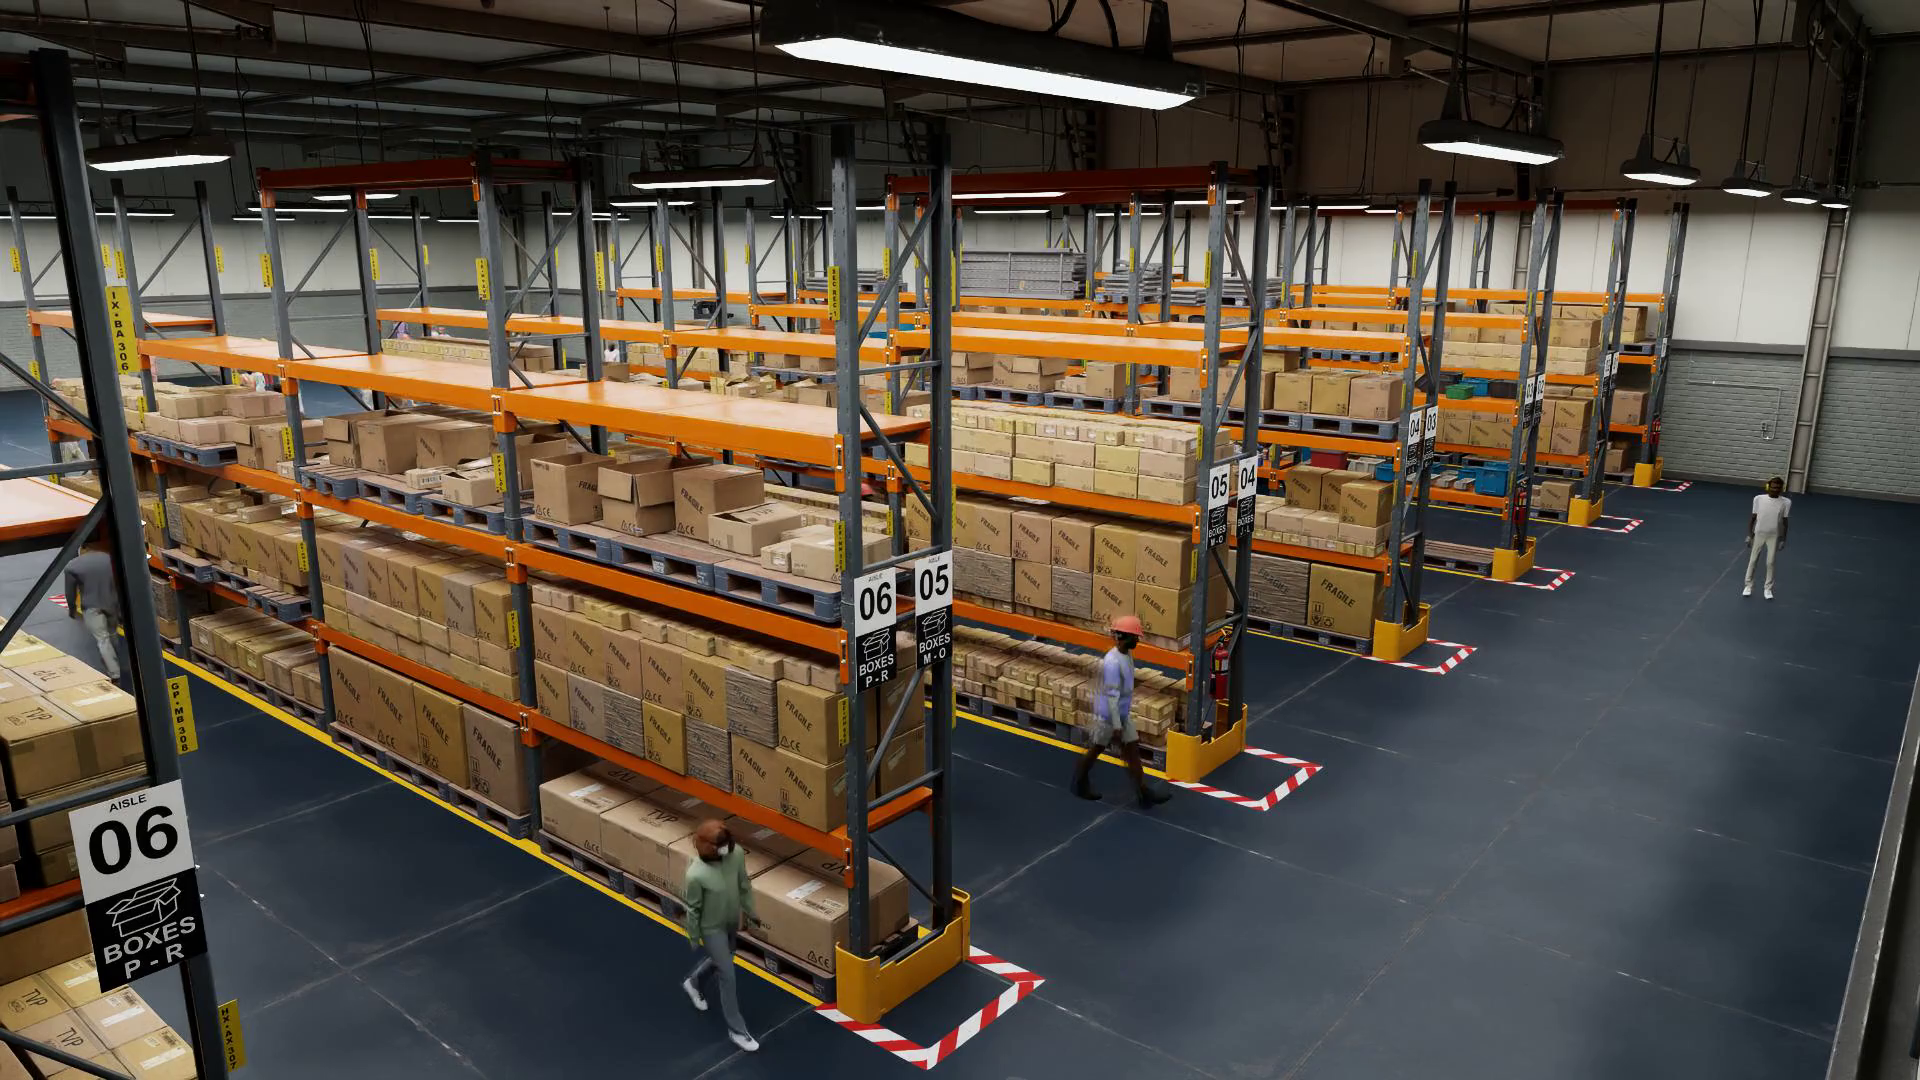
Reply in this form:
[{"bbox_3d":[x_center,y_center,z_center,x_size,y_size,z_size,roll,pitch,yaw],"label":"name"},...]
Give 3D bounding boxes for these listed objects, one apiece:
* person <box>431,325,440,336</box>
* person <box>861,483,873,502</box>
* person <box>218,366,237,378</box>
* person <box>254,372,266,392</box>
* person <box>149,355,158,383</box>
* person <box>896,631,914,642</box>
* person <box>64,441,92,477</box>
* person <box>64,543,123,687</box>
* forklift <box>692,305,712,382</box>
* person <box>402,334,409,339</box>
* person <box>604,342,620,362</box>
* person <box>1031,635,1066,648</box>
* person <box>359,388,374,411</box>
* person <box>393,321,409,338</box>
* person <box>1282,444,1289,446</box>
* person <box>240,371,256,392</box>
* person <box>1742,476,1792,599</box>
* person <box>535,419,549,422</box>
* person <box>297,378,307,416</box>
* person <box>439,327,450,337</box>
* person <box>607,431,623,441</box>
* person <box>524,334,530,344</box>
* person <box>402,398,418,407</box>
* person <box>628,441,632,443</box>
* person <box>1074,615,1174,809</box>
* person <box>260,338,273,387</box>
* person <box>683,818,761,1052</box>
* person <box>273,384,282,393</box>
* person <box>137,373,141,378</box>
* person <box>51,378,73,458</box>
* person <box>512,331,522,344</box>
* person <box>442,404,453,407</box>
[{"bbox_3d":[-20.793,-7.590,49.991,0.663,1.849,1.008,4,14,15],"label":"person"},{"bbox_3d":[-1.268,0.128,18.155,0.664,1.905,0.550,7,15,26],"label":"person"},{"bbox_3d":[-24.462,-5.552,42.116,0.544,1.592,0.835,-13,19,-43],"label":"person"},{"bbox_3d":[-20.536,-4.386,37.037,0.296,1.743,0.492,-11,17,-38],"label":"person"},{"bbox_3d":[-26.438,-5.426,40.994,0.406,1.902,0.639,3,14,14],"label":"person"},{"bbox_3d":[-0.764,1.504,12.527,0.974,1.870,0.609,11,18,39],"label":"person"},{"bbox_3d":[-19.254,-1.976,27.427,0.865,1.584,0.523,-3,14,-11],"label":"person"},{"bbox_3d":[-10.514,0.814,15.401,1.075,1.877,0.631,11,18,39],"label":"person"},{"bbox_3d":[-9.511,-7.392,47.124,1.873,2.768,1.129,11,17,38],"label":"forklift"},{"bbox_3d":[-19.333,-6.240,44.182,0.633,1.972,0.750,-11,18,-39],"label":"person"},{"bbox_3d":[-11.848,-5.840,42.937,0.643,1.795,0.904,3,14,10],"label":"person"},{"bbox_3d":[1.139,0.733,15.665,0.925,1.910,0.639,12,18,41],"label":"person"},{"bbox_3d":[-17.435,-4.316,36.996,0.366,1.629,0.521,4,14,15],"label":"person"},{"bbox_3d":[-24.042,-8.714,54.208,0.608,2.048,0.369,-10,17,-35],"label":"person"},{"bbox_3d":[7.748,-2.650,30.011,0.593,1.674,0.557,10,17,35],"label":"person"},{"bbox_3d":[-21.119,-4.435,37.417,0.713,1.659,0.544,11,18,38],"label":"person"},{"bbox_3d":[12.137,-0.049,18.958,0.511,1.859,0.313,9,16,32],"label":"person"},{"bbox_3d":[-10.352,-2.960,31.092,0.927,1.799,0.594,-7,15,-28],"label":"person"},{"bbox_3d":[-20.221,-4.695,37.976,0.911,1.910,0.595,9,16,33],"label":"person"},{"bbox_3d":[-19.758,-7.185,48.213,0.411,1.908,0.643,6,15,24],"label":"person"},{"bbox_3d":[-8.598,-3.055,31.442,0.845,1.793,0.625,-2,14,-8],"label":"person"},{"bbox_3d":[-15.694,-6.586,45.928,0.982,1.814,0.559,2,14,10],"label":"person"},{"bbox_3d":[-17.152,-5.022,39.193,0.791,1.969,0.623,5,15,20],"label":"person"},{"bbox_3d":[-5.701,-0.779,21.910,0.355,1.883,0.574,10,17,36],"label":"person"},{"bbox_3d":[1.537,1.645,11.980,1.031,1.857,0.615,7,15,28],"label":"person"},{"bbox_3d":[-24.827,-6.318,44.976,0.544,1.740,0.711,-5,15,-21],"label":"person"},{"bbox_3d":[-1.665,2.604,8.579,0.779,1.602,0.513,9,16,33],"label":"person"},{"bbox_3d":[-16.322,-2.795,30.190,0.732,1.895,0.594,7,15,27],"label":"person"},{"bbox_3d":[-21.432,-3.492,33.195,0.634,1.829,0.484,-6,15,-25],"label":"person"},{"bbox_3d":[-21.998,-2.999,30.928,0.356,1.938,0.545,-2,14,-9],"label":"person"},{"bbox_3d":[-16.712,-7.044,47.670,0.716,1.903,0.651,-7,15,-25],"label":"person"},{"bbox_3d":[-15.732,-4.669,38.424,0.522,1.636,0.309,2,14,10],"label":"person"}]
